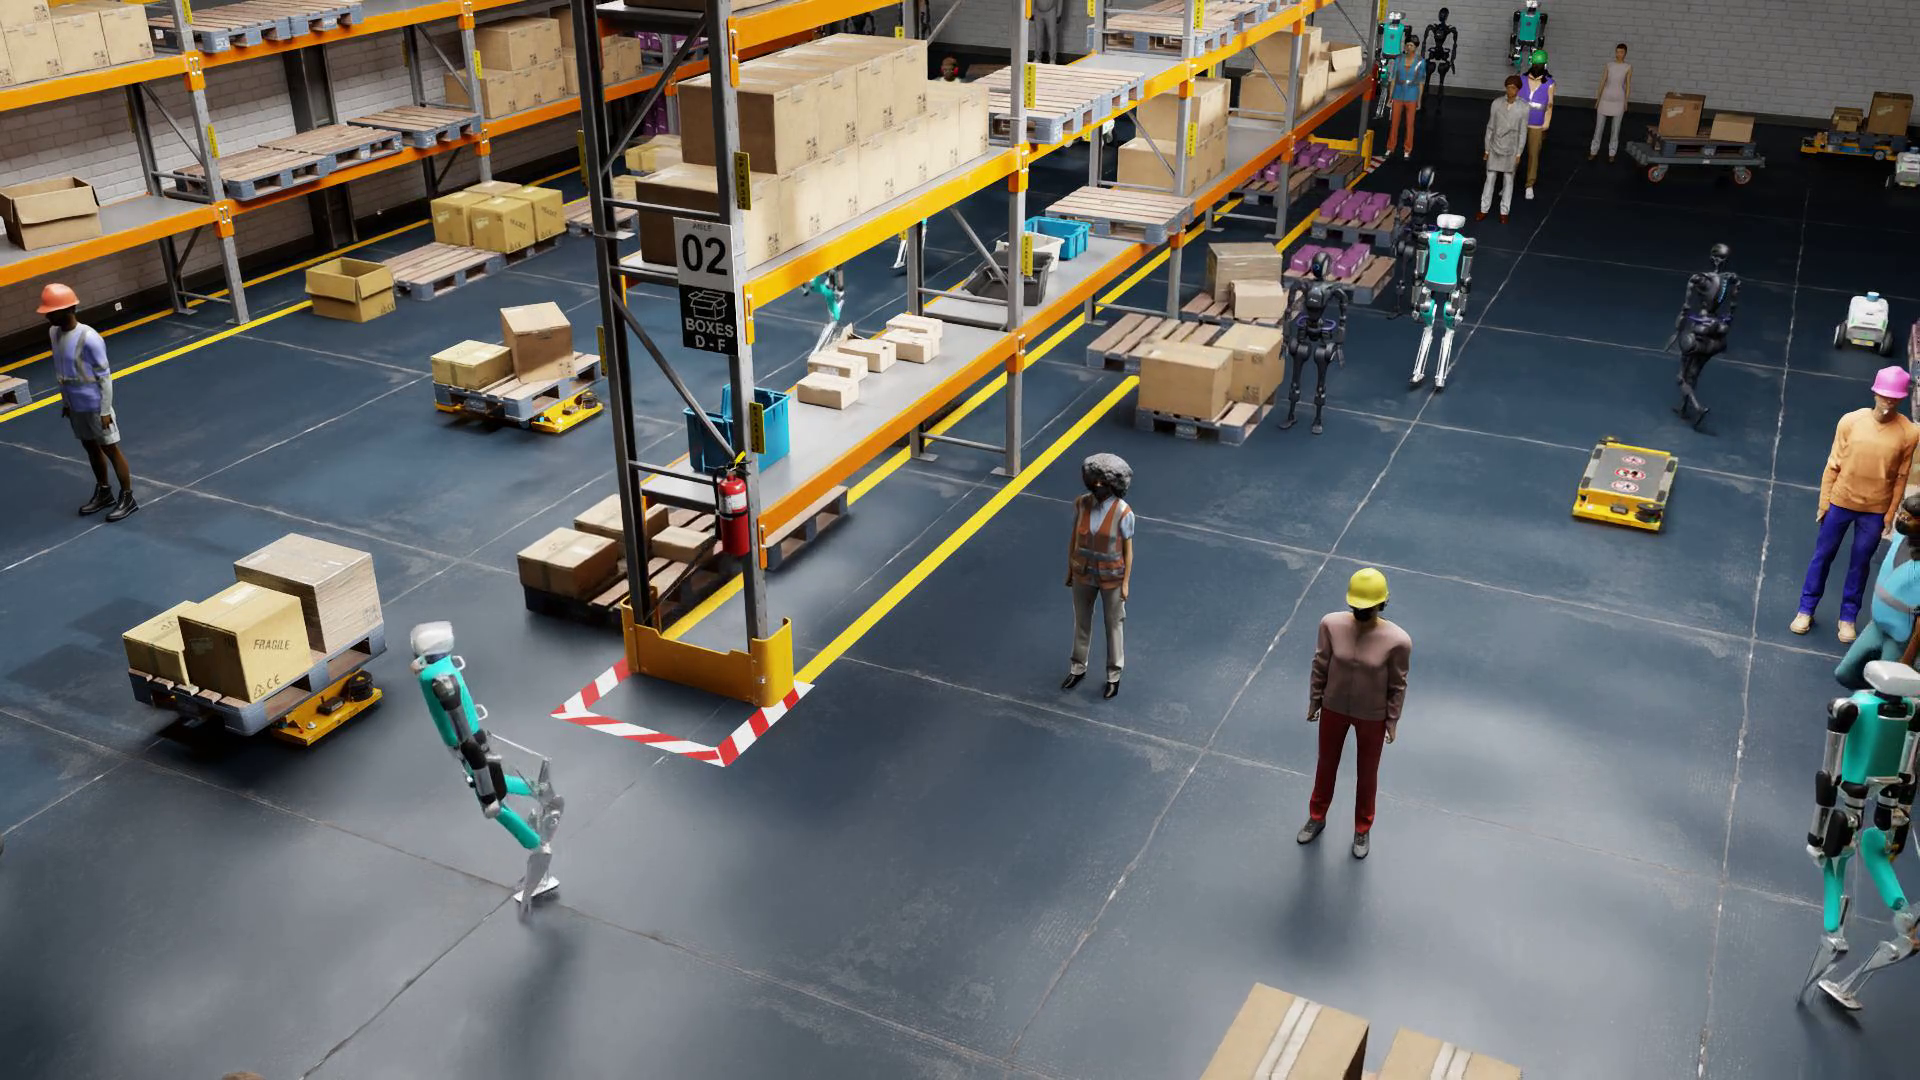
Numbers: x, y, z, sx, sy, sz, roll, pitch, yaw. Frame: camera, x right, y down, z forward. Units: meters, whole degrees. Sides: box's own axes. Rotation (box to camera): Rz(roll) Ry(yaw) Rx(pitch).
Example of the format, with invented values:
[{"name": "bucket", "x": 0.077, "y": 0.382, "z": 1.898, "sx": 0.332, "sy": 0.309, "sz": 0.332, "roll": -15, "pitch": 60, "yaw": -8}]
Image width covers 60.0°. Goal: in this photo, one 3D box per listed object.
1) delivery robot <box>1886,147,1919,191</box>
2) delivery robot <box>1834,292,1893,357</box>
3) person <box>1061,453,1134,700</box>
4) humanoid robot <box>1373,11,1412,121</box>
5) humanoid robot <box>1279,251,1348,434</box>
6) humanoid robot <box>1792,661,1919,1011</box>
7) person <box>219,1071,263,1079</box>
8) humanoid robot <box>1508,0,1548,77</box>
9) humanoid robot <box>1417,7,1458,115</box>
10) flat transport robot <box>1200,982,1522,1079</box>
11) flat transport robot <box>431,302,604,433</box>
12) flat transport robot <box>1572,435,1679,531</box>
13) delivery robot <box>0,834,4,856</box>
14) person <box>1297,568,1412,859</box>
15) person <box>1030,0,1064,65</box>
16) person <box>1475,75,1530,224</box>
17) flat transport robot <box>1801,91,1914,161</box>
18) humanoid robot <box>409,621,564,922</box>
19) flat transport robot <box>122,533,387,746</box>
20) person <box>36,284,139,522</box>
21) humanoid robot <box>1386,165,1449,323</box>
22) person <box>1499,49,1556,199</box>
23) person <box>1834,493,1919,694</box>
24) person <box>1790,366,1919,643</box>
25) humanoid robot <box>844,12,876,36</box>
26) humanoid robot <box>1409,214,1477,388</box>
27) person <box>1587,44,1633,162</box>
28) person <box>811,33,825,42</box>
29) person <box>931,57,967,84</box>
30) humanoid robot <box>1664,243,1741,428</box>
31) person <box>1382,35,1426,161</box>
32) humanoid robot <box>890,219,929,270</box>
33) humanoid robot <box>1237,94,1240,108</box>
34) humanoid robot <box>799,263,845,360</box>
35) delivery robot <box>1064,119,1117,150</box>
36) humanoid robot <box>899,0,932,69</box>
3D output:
[{"name": "delivery robot", "x": 12.921, "y": -5.023, "z": 22.624, "sx": 0.499, "sy": 0.614, "sz": 0.811, "roll": 12, "pitch": 29, "yaw": 23}, {"name": "delivery robot", "x": 9.216, "y": -2.208, "z": 16.931, "sx": 0.523, "sy": 0.609, "sz": 0.780, "roll": 13, "pitch": 29, "yaw": 24}, {"name": "person", "x": 0.898, "y": 0.226, "z": 10.716, "sx": 0.439, "sy": 1.690, "sz": 0.313, "roll": 12, "pitch": 29, "yaw": 23}, {"name": "humanoid robot", "x": 6.765, "y": -7.414, "z": 25.948, "sx": 0.533, "sy": 1.677, "sz": 0.735, "roll": 12, "pitch": 29, "yaw": 23}, {"name": "humanoid robot", "x": 3.131, "y": -1.747, "z": 14.705, "sx": 0.599, "sy": 1.657, "sz": 0.315, "roll": 12, "pitch": 29, "yaw": 23}, {"name": "humanoid robot", "x": 4.455, "y": 1.565, "z": 8.058, "sx": 0.611, "sy": 1.842, "sz": 0.860, "roll": -5, "pitch": 27, "yaw": -9}, {"name": "person", "x": -2.475, "y": 2.583, "z": 5.990, "sx": 0.485, "sy": 1.659, "sz": 0.338, "roll": 12, "pitch": 29, "yaw": 23}, {"name": "humanoid robot", "x": 9.216, "y": -7.940, "z": 27.008, "sx": 0.533, "sy": 1.681, "sz": 0.735, "roll": 12, "pitch": 29, "yaw": 23}, {"name": "humanoid robot", "x": 7.687, "y": -7.703, "z": 26.733, "sx": 0.599, "sy": 1.659, "sz": 0.315, "roll": 12, "pitch": 29, "yaw": 23}, {"name": "flat transport robot", "x": 1.621, "y": 2.840, "z": 7.041, "sx": 0.659, "sy": 0.231, "sz": 1.431, "roll": 14, "pitch": 29, "yaw": 26}, {"name": "flat transport robot", "x": -4.085, "y": -1.287, "z": 15.378, "sx": 1.431, "sy": 0.231, "sz": 0.659, "roll": 12, "pitch": 29, "yaw": 23}, {"name": "flat transport robot", "x": 5.524, "y": -0.480, "z": 13.747, "sx": 0.659, "sy": 0.231, "sz": 1.431, "roll": 13, "pitch": 29, "yaw": 24}, {"name": "delivery robot", "x": -5.789, "y": 1.589, "z": 9.214, "sx": 0.739, "sy": 0.566, "sz": 0.499, "roll": 12, "pitch": 29, "yaw": 23}, {"name": "person", "x": 2.174, "y": 0.947, "z": 9.178, "sx": 0.524, "sy": 1.768, "sz": 0.313, "roll": 12, "pitch": 29, "yaw": 23}, {"name": "person", "x": 1.565, "y": -9.617, "z": 30.361, "sx": 0.640, "sy": 1.908, "sz": 0.411, "roll": 12, "pitch": 29, "yaw": 23}, {"name": "person", "x": 6.853, "y": -4.922, "z": 20.962, "sx": 0.504, "sy": 1.832, "sz": 0.365, "roll": 12, "pitch": 29, "yaw": 23}, {"name": "flat transport robot", "x": 13.185, "y": -5.791, "z": 24.475, "sx": 1.431, "sy": 0.231, "sz": 0.659, "roll": 12, "pitch": 29, "yaw": 23}, {"name": "humanoid robot", "x": -2.374, "y": 1.211, "z": 8.749, "sx": 0.792, "sy": 1.829, "sz": 0.564, "roll": -14, "pitch": 29, "yaw": -25}, {"name": "flat transport robot", "x": -4.555, "y": 0.952, "z": 10.855, "sx": 1.431, "sy": 0.231, "sz": 0.659, "roll": 12, "pitch": 29, "yaw": 23}, {"name": "person", "x": -6.882, "y": -1.081, "z": 13.083, "sx": 0.544, "sy": 1.938, "sz": 0.359, "roll": 12, "pitch": 29, "yaw": 23}, {"name": "humanoid robot", "x": 4.814, "y": -3.108, "z": 17.450, "sx": 0.599, "sy": 1.659, "sz": 0.315, "roll": 12, "pitch": 29, "yaw": 23}, {"name": "person", "x": 7.544, "y": -5.515, "z": 22.045, "sx": 0.534, "sy": 1.933, "sz": 0.409, "roll": 12, "pitch": 29, "yaw": 23}, {"name": "person", "x": 5.523, "y": 0.562, "z": 9.854, "sx": 0.452, "sy": 1.853, "sz": 0.560, "roll": -1, "pitch": 26, "yaw": -2}, {"name": "person", "x": 6.131, "y": -0.248, "z": 11.346, "sx": 0.506, "sy": 1.988, "sz": 0.373, "roll": 12, "pitch": 29, "yaw": 23}, {"name": "humanoid robot", "x": -1.680, "y": -8.424, "z": 28.225, "sx": 0.613, "sy": 1.638, "sz": 0.423, "roll": 7, "pitch": 27, "yaw": 14}, {"name": "humanoid robot", "x": 4.531, "y": -2.285, "z": 15.587, "sx": 0.533, "sy": 1.677, "sz": 0.735, "roll": 12, "pitch": 29, "yaw": 23}, {"name": "person", "x": 9.367, "y": -6.277, "z": 23.886, "sx": 0.444, "sy": 1.661, "sz": 0.285, "roll": 12, "pitch": 29, "yaw": 23}, {"name": "person", "x": -1.985, "y": -6.260, "z": 23.647, "sx": 0.505, "sy": 1.846, "sz": 0.346, "roll": 12, "pitch": 29, "yaw": 23}, {"name": "person", "x": -0.126, "y": -5.534, "z": 22.200, "sx": 0.574, "sy": 1.820, "sz": 0.723, "roll": 11, "pitch": 28, "yaw": 21}, {"name": "humanoid robot", "x": 6.711, "y": -1.836, "z": 14.908, "sx": 0.590, "sy": 1.634, "sz": 0.557, "roll": -6, "pitch": 27, "yaw": -12}, {"name": "person", "x": 6.410, "y": -6.366, "z": 23.948, "sx": 0.489, "sy": 1.766, "sz": 0.323, "roll": 12, "pitch": 29, "yaw": 23}, {"name": "humanoid robot", "x": -0.555, "y": -3.898, "z": 18.847, "sx": 0.533, "sy": 1.677, "sz": 0.735, "roll": 12, "pitch": 29, "yaw": 23}, {"name": "humanoid robot", "x": 4.477, "y": -7.152, "z": 25.585, "sx": 0.974, "sy": 1.760, "sz": 0.554, "roll": 22, "pitch": 34, "yaw": 37}, {"name": "humanoid robot", "x": -1.296, "y": -2.585, "z": 16.334, "sx": 0.532, "sy": 1.711, "sz": 1.004, "roll": 11, "pitch": 29, "yaw": 22}, {"name": "delivery robot", "x": 1.927, "y": -6.139, "z": 24.825, "sx": 0.739, "sy": 0.566, "sz": 0.499, "roll": 12, "pitch": 29, "yaw": 23}, {"name": "humanoid robot", "x": -0.813, "y": -9.327, "z": 30.028, "sx": 0.608, "sy": 1.638, "sz": 0.382, "roll": -1, "pitch": 26, "yaw": -1}]
